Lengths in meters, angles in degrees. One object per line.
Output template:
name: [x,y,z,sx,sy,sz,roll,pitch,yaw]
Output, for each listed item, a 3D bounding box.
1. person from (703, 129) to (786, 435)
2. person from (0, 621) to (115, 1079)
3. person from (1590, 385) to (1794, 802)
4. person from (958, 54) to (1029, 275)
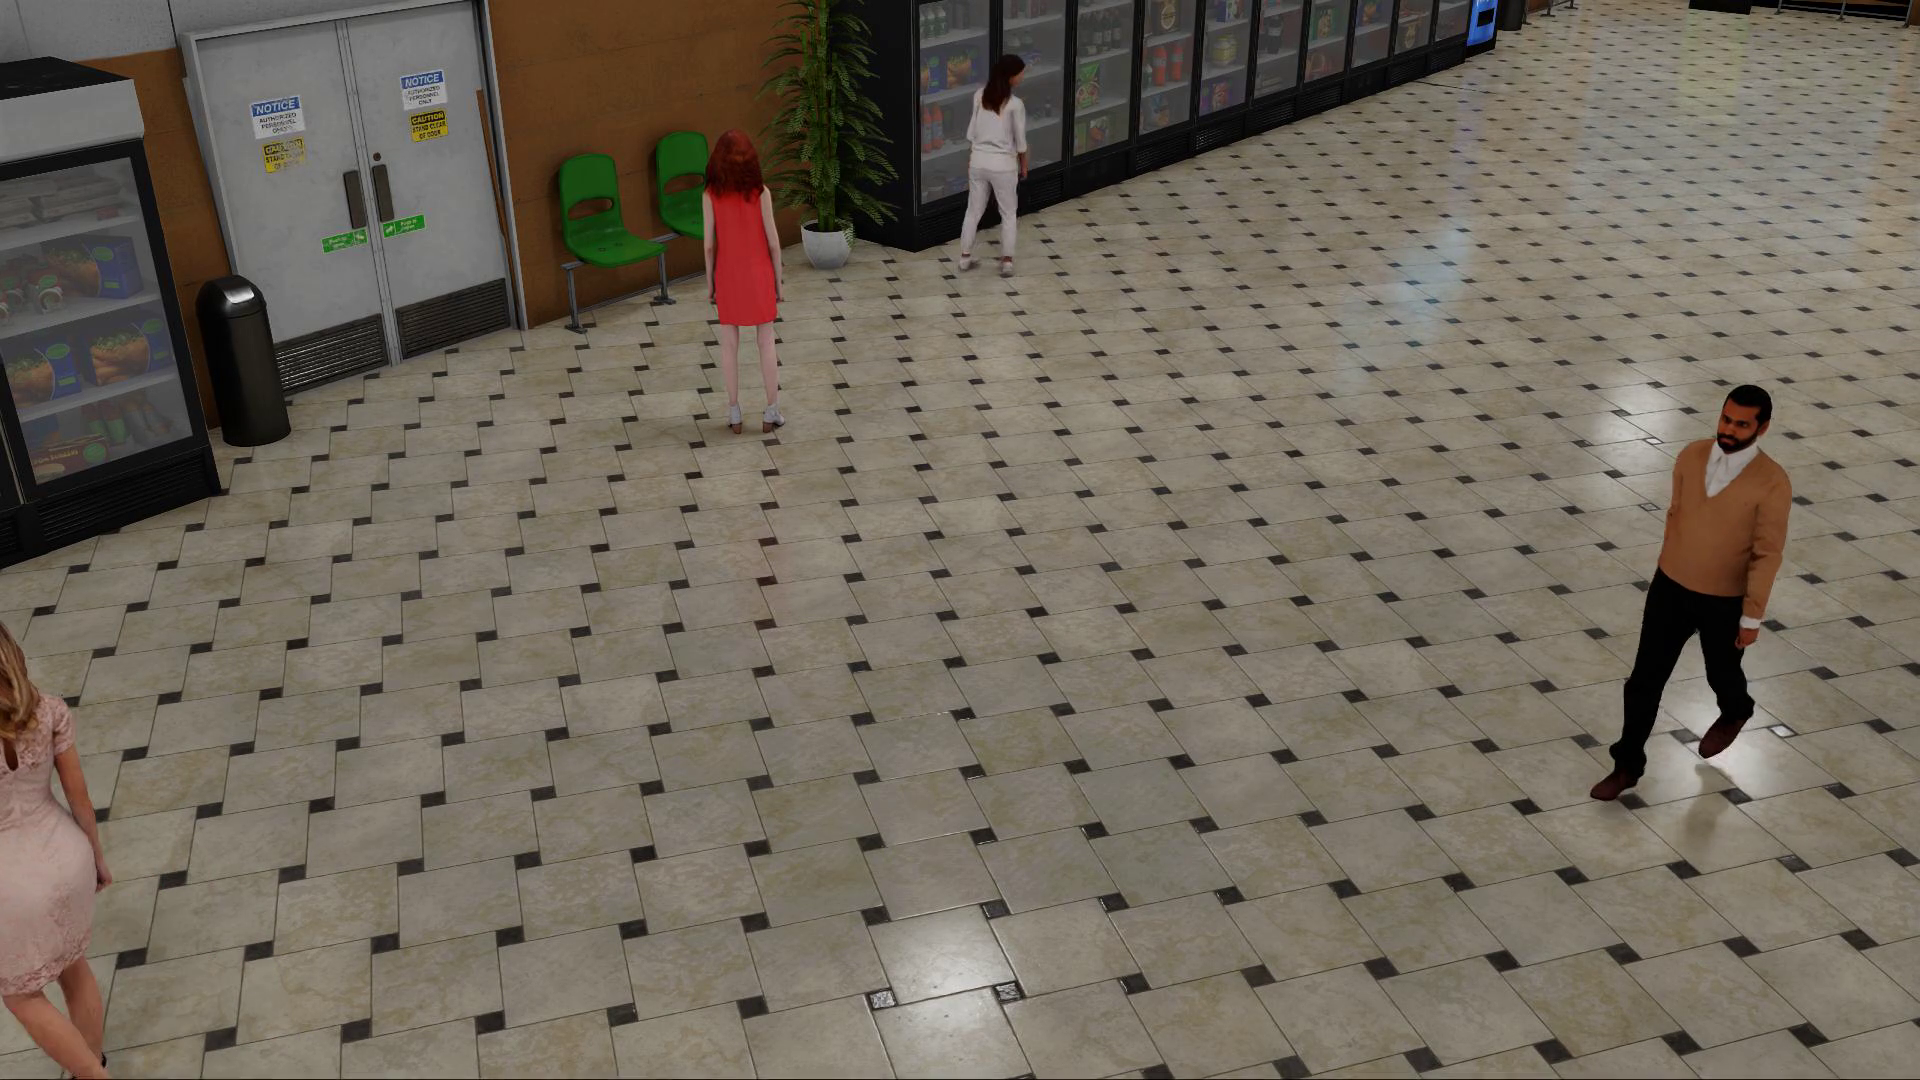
person: [-1.273,-1.506,9.812,0.646,1.828,0.731,1,27,1]
person: [-2.639,1.046,4.796,0.873,1.812,0.581,21,33,35]
person: [2.993,0.193,6.567,0.908,1.732,1.193,-19,33,-33]
person: [0.285,-2.819,12.594,0.611,1.653,0.781,6,27,11]
